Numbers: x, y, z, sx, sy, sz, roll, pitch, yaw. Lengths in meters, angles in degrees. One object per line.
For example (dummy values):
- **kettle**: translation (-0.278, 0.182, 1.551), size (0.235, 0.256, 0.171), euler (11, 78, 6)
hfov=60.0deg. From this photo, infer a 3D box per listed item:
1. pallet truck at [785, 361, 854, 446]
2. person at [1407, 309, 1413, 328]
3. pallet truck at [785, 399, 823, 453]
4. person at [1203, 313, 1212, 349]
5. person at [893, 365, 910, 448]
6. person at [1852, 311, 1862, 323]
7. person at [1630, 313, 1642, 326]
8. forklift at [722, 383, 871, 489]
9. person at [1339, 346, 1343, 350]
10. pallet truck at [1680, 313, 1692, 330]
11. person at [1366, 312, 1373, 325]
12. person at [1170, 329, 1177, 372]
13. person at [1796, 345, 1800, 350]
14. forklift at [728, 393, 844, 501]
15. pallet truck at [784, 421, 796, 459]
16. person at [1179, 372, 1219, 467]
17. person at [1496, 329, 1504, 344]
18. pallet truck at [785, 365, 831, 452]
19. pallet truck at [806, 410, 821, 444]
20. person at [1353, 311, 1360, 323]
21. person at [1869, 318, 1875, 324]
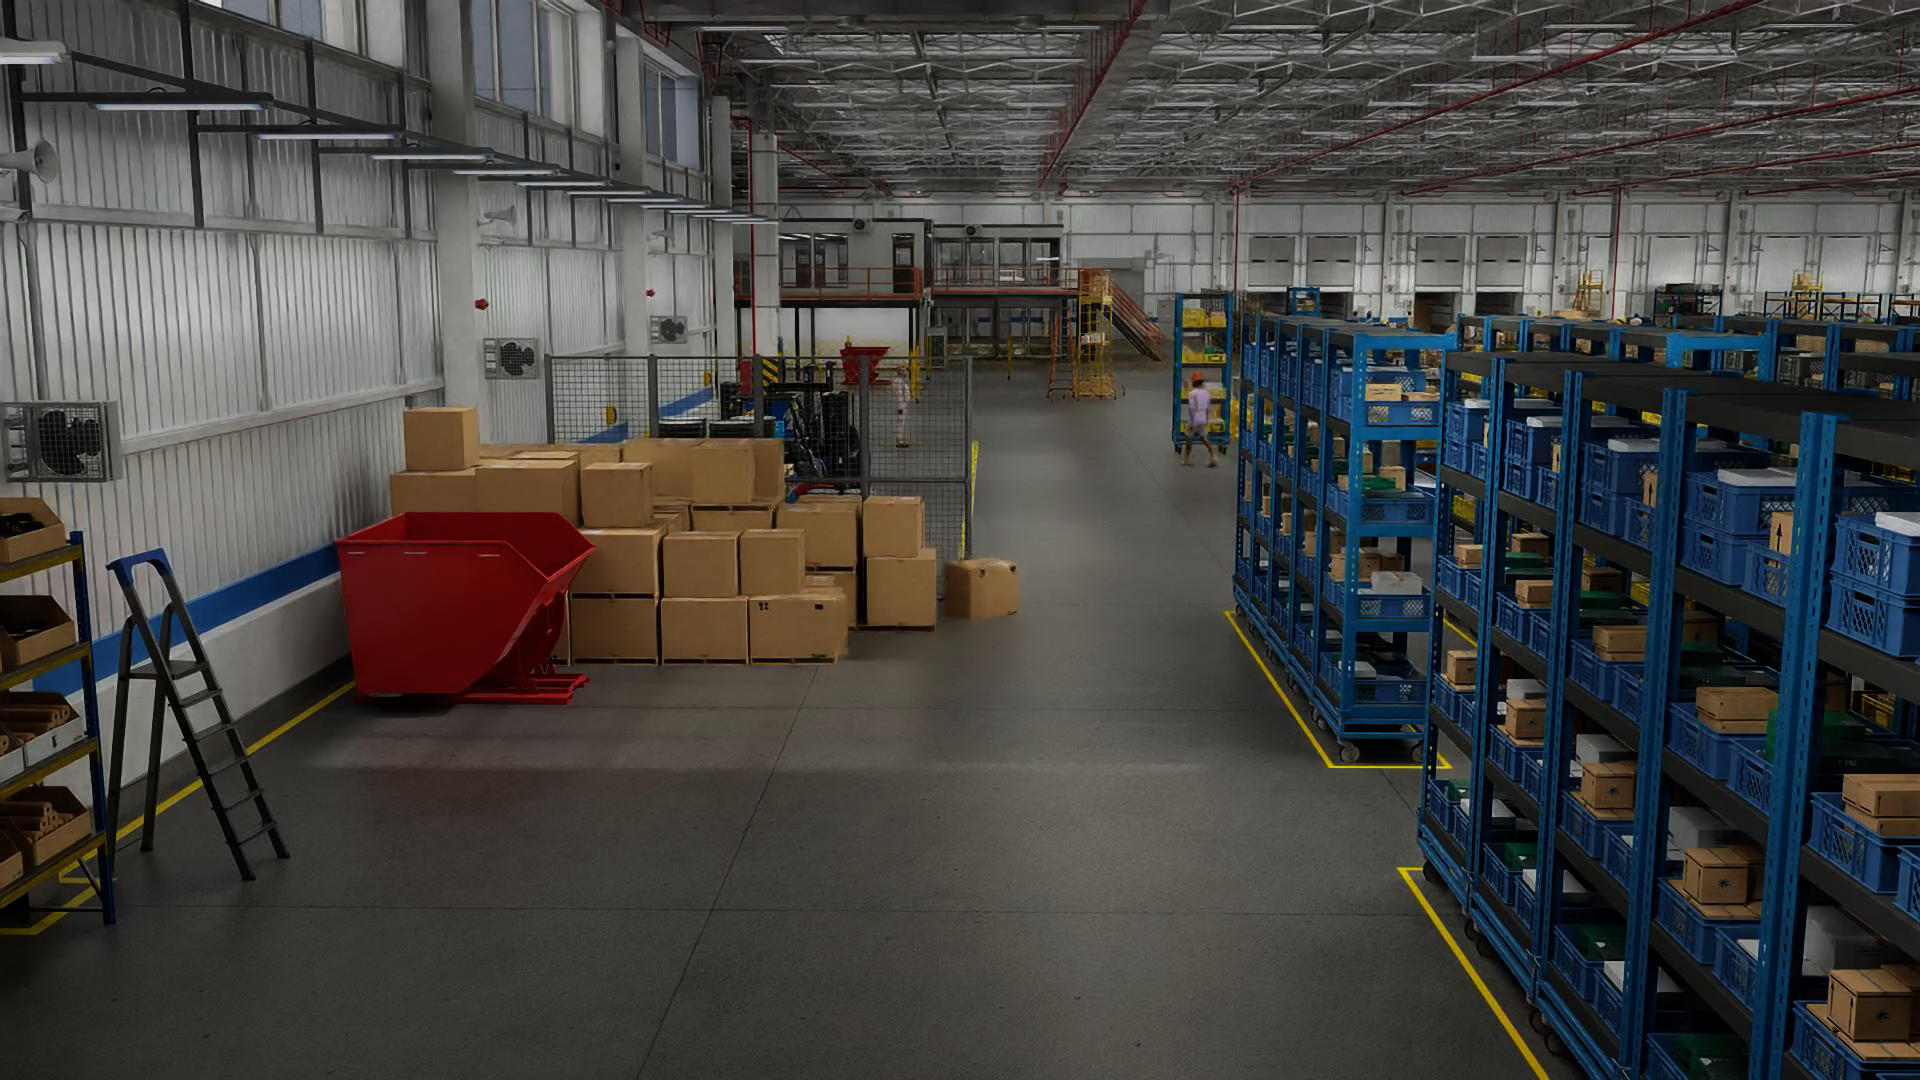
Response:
- **pallet truck**: translation (-3.410, -3.193, 38.978), size (1.885, 1.965, 0.823), euler (0, 9, -1)
- **person**: translation (25.590, -12.172, 94.620), size (0.398, 1.919, 0.587), euler (5, 11, 29)
- **pallet truck**: translation (-3.814, -2.432, 36.419), size (1.630, 1.274, 0.653), euler (0, 9, 1)
- **person**: translation (12.941, -10.897, 86.855), size (0.576, 1.881, 0.352), euler (-5, 10, -26)
- **person**: translation (-1.348, -3.113, 38.747), size (0.410, 1.913, 0.651), euler (0, 9, 2)
- **person**: translation (48.673, -11.463, 90.286), size (0.894, 1.911, 0.553), euler (-6, 11, -31)
- **person**: translation (34.649, -10.670, 85.277), size (0.372, 1.940, 0.632), euler (-8, 12, -42)
- **forklift**: translation (-2.893, -1.687, 28.729), size (2.680, 1.987, 1.157), euler (0, 9, -1)
- **person**: translation (15.042, -7.427, 65.509), size (0.328, 1.865, 0.521), euler (-2, 9, -11)
- **pallet truck**: translation (36.315, -10.531, 84.244), size (0.823, 1.965, 1.885), euler (-6, 11, -33)
- **person**: translation (21.250, -10.864, 86.447), size (0.384, 1.949, 0.605), euler (-2, 9, -10)
- **person**: translation (8.709, -7.688, 67.423), size (0.385, 1.753, 0.543), euler (2, 9, 13)
- **person**: translation (28.103, -5.748, 55.956), size (0.528, 1.600, 0.784), euler (0, 9, 1)
- **forklift**: translation (-2.979, -1.316, 26.476), size (2.680, 1.987, 1.157), euler (0, 9, 1)
- **pallet truck**: translation (-4.013, -1.793, 32.705), size (1.601, 1.201, 0.680), euler (0, 9, 1)
- **person**: translation (5.031, -2.515, 34.780), size (0.618, 2.012, 0.982), euler (-7, 12, -37)
- **person**: translation (21.701, -7.740, 67.199), size (0.545, 1.942, 0.352), euler (5, 11, 29)
- **pallet truck**: translation (-3.774, -2.976, 37.635), size (1.885, 1.965, 0.823), euler (1, 9, 5)
- **pallet truck**: translation (-3.559, -2.018, 33.905), size (1.522, 1.261, 0.704), euler (0, 9, -1)
- **person**: translation (22.303, -12.006, 93.818), size (0.429, 1.841, 0.634), euler (5, 10, 28)
- **person**: translation (42.211, -9.332, 77.186), size (0.600, 1.885, 0.601), euler (7, 12, 38)
